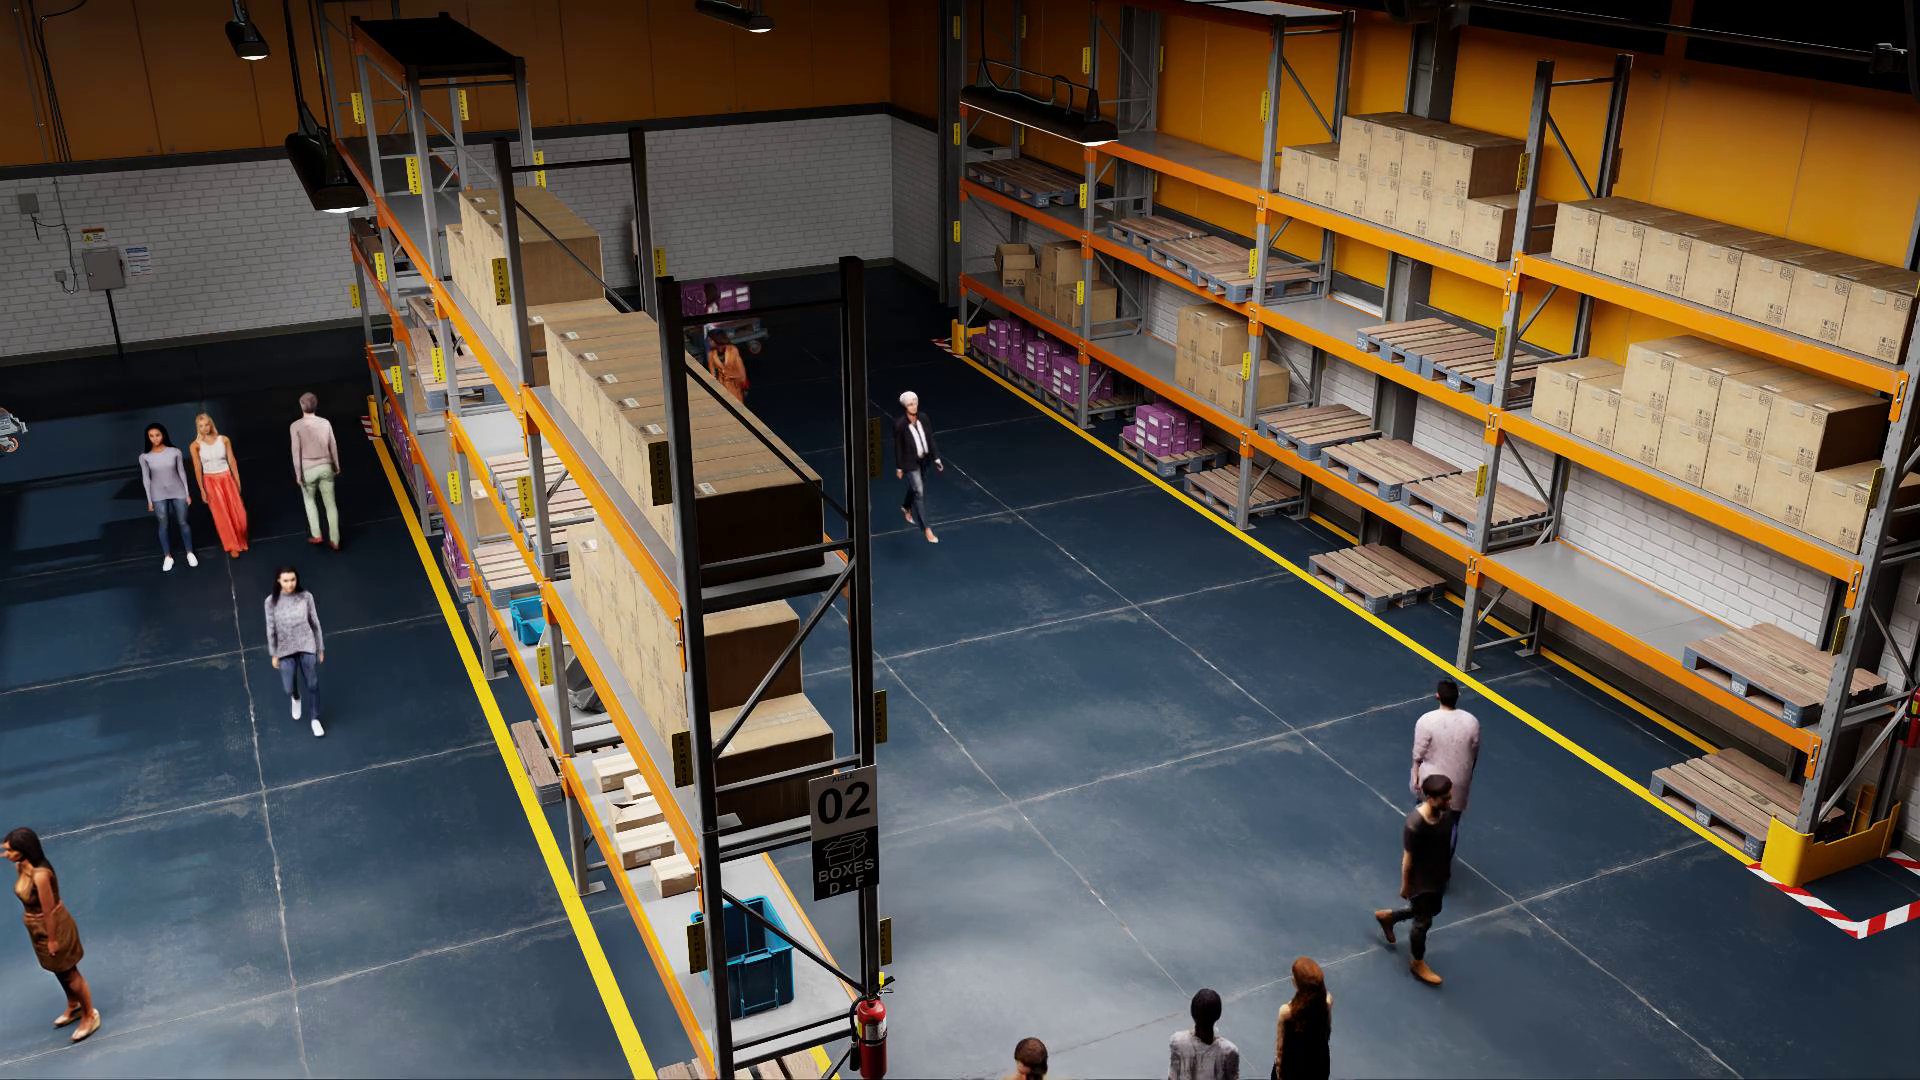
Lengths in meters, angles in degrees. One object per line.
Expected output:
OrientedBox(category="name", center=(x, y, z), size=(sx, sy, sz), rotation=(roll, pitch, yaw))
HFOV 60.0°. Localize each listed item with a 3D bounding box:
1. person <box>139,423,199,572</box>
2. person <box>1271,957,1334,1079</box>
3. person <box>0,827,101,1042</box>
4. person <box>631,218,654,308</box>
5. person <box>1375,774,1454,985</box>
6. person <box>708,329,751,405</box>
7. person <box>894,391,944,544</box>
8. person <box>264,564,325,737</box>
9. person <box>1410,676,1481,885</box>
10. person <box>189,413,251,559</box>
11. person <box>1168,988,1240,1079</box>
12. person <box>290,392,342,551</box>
OrientedBox(category="person", center=(-8.991, -0.508, 18.899), size=(0.596, 1.734, 0.509), rotation=(-11, 26, -23))
OrientedBox(category="person", center=(2.174, 3.318, 10.311), size=(0.663, 1.602, 0.994), rotation=(-7, 25, -16))
OrientedBox(category="person", center=(-6.322, 2.720, 11.576), size=(0.589, 1.684, 0.699), rotation=(17, 29, 34))
OrientedBox(category="person", center=(-5.530, -4.996, 29.012), size=(0.685, 1.858, 0.697), rotation=(17, 29, 33))
OrientedBox(category="person", center=(3.375, 2.419, 12.248), size=(0.809, 1.698, 0.994), rotation=(-19, 30, -36))
OrientedBox(category="person", center=(-3.071, -2.013, 22.388), size=(0.848, 1.697, 0.804), rotation=(-5, 24, -12))
OrientedBox(category="person", center=(-0.499, -0.896, 18.900), size=(0.893, 1.746, 1.143), rotation=(-16, 28, -33))
OrientedBox(category="person", center=(-6.186, 0.991, 15.488), size=(0.627, 1.718, 0.722), rotation=(-11, 26, -24))
OrientedBox(category="person", center=(3.877, 1.946, 13.338), size=(1.080, 1.692, 1.256), rotation=(4, 24, 9))
OrientedBox(category="person", center=(-8.557, -0.637, 19.132), size=(0.665, 1.784, 0.811), rotation=(-15, 28, -31))
OrientedBox(category="person", center=(1.403, 3.461, 9.788), size=(0.835, 1.758, 0.892), rotation=(10, 25, 21))
OrientedBox(category="person", center=(-7.459, -0.755, 19.328), size=(0.741, 1.842, 0.792), rotation=(-16, 28, -33))
